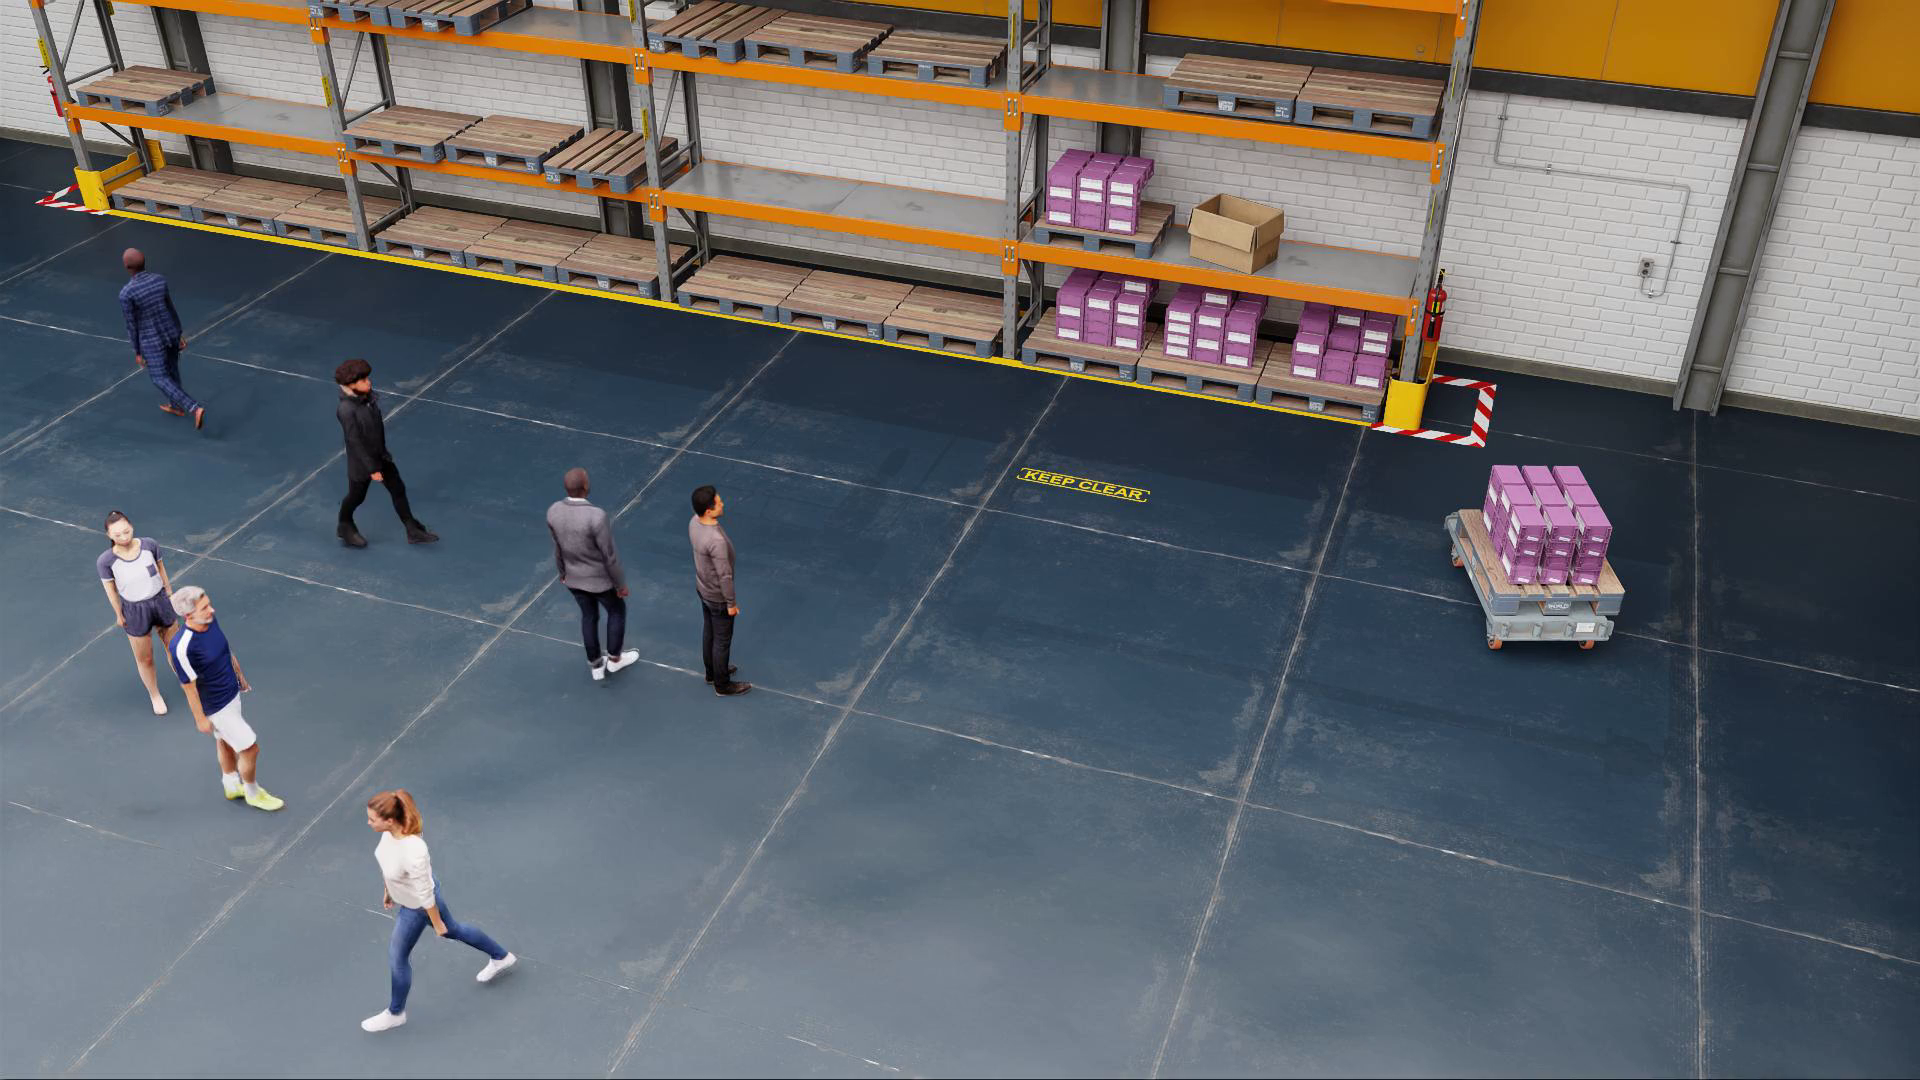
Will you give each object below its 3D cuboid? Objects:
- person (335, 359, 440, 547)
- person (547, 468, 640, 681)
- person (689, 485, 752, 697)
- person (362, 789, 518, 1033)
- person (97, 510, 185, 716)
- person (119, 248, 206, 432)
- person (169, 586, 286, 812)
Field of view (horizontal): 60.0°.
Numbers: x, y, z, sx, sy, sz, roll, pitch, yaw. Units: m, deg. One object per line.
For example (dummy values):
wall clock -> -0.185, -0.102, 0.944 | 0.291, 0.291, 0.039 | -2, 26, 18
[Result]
person -> -5.027, -0.686, 13.891 | 1.123, 1.748, 0.676 | 9, 35, 13
person -> -2.724, 0.304, 12.355 | 0.608, 1.799, 0.827 | 9, 35, 14
person -> -1.815, 0.363, 12.295 | 0.769, 1.767, 0.687 | -8, 34, -12
person -> -3.078, 2.098, 9.766 | 1.189, 1.677, 1.107 | -15, 37, -21
person -> -5.965, 0.513, 12.176 | 0.652, 1.651, 0.664 | 28, 43, 35
person -> -7.473, -1.868, 15.625 | 1.081, 1.796, 0.764 | 17, 37, 24
person -> -5.074, 1.067, 11.181 | 0.819, 1.828, 0.775 | 0, 34, -1
